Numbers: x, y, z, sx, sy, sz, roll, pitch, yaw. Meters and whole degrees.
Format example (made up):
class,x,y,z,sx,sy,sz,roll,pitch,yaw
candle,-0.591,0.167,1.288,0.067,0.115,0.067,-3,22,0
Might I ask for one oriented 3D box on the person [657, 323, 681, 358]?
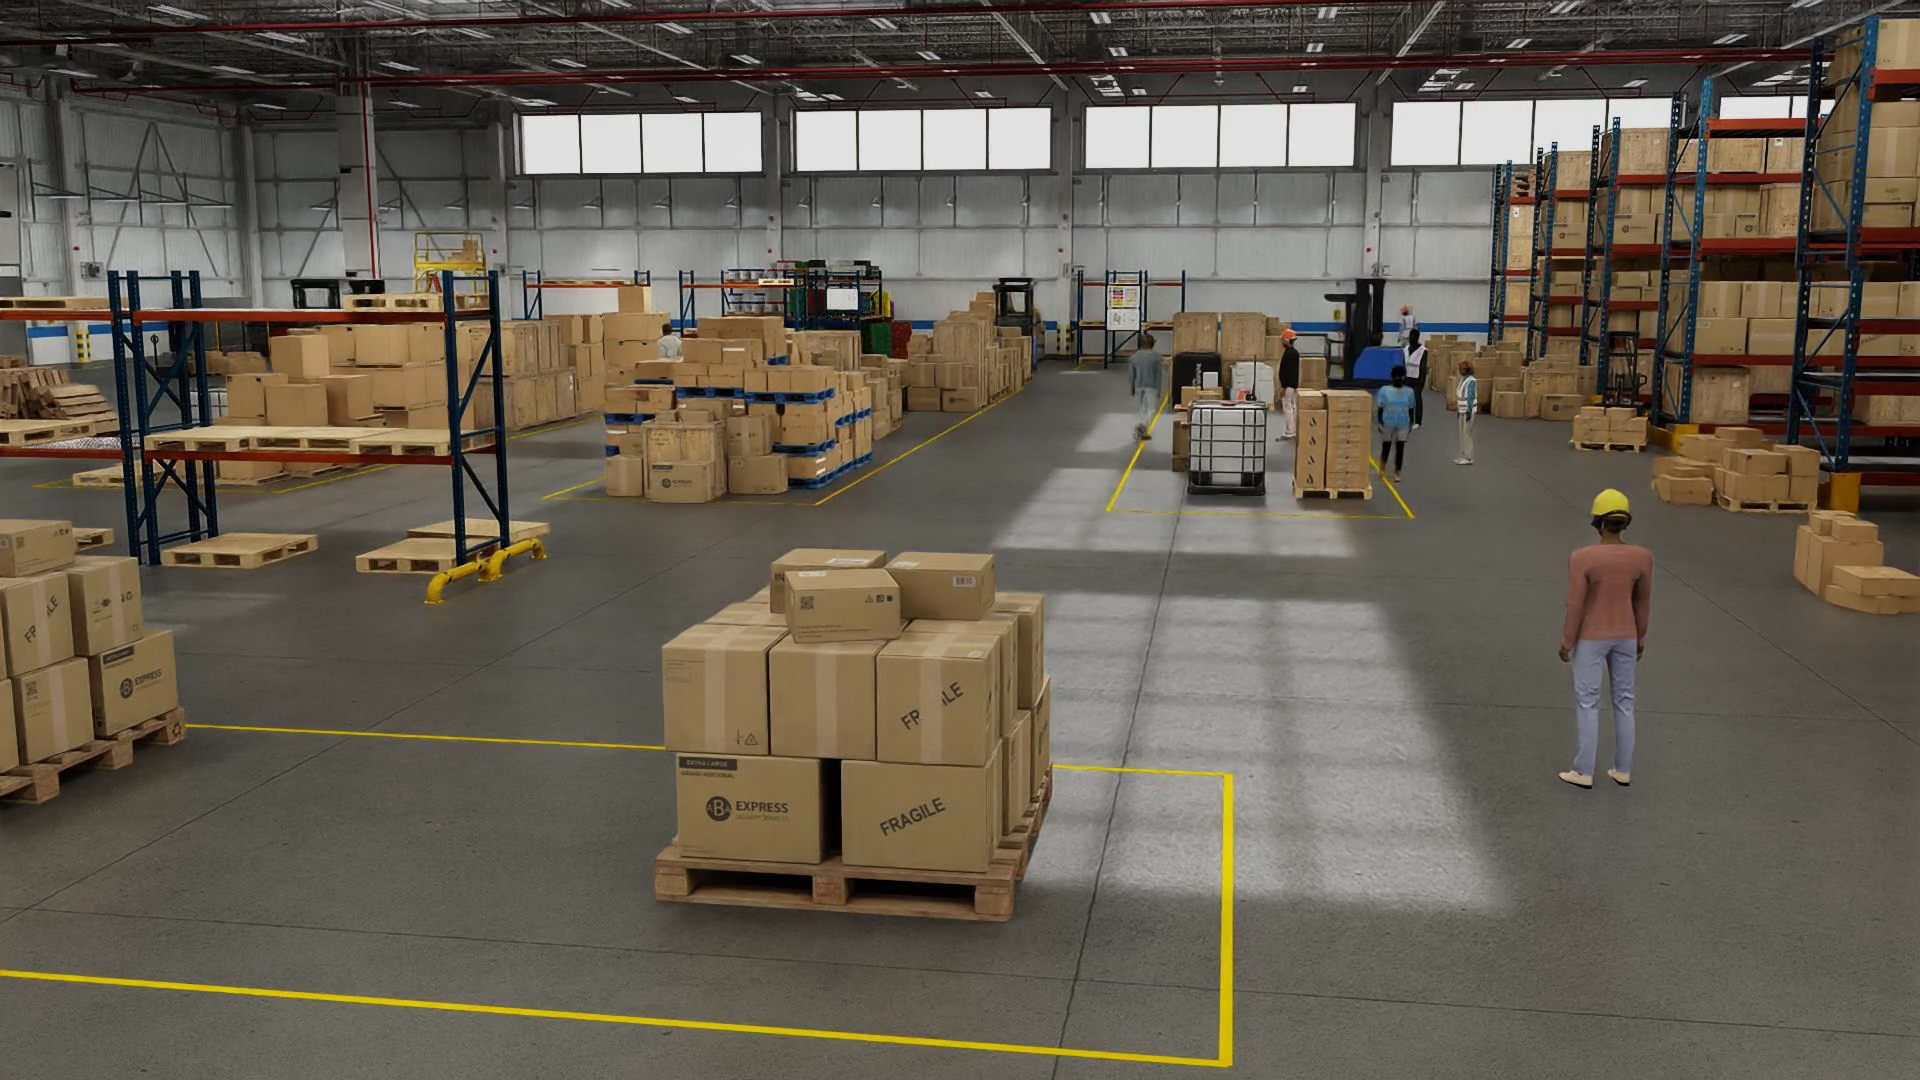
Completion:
class,x,y,z,sx,sy,sz,roll,pitch,yaw
person,-6.132,-3.599,35.010,0.357,1.937,0.638,6,11,33

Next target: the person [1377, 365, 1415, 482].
class,x,y,z,sx,sy,sz,roll,pitch,yaw
person,6.259,-1.674,23.878,0.550,1.686,0.370,0,9,1

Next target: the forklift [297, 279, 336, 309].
class,x,y,z,sx,sy,sz,roll,pitch,yaw
forklift,-16.002,-5.128,41.544,1.129,2.768,1.873,-3,10,-18

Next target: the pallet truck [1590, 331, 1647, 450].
class,x,y,z,sx,sy,sz,roll,pitch,yaw
pallet truck,11.253,-2.573,28.499,0.823,1.965,1.885,5,10,27

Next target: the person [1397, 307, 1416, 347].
class,x,y,z,sx,sy,sz,roll,pitch,yaw
person,14.196,-6.457,52.835,0.624,1.889,0.399,-2,9,-10

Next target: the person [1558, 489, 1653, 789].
class,x,y,z,sx,sy,sz,roll,pitch,yaw
person,3.776,0.580,9.772,0.535,1.766,0.321,-1,9,-9

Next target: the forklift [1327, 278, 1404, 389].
class,x,y,z,sx,sy,sz,roll,pitch,yaw
forklift,10.398,-5.236,42.207,1.873,2.768,1.129,9,13,44

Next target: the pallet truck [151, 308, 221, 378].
class,x,y,z,sx,sy,sz,roll,pitch,yaw
pallet truck,-21.869,-5.598,47.154,0.823,1.965,1.885,4,10,26

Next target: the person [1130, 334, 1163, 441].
class,x,y,z,sx,sy,sz,roll,pitch,yaw
person,3.281,-2.686,29.438,0.632,1.926,0.561,6,11,32

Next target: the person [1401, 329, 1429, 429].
class,x,y,z,sx,sy,sz,roll,pitch,yaw
person,8.734,-3.090,31.969,0.397,1.911,0.587,-5,11,-29

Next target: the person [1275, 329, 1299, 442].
class,x,y,z,sx,sy,sz,roll,pitch,yaw
person,5.811,-2.732,29.485,0.390,1.992,0.624,5,10,27

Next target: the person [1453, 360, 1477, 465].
class,x,y,z,sx,sy,sz,roll,pitch,yaw
person,7.931,-1.995,26.063,0.323,1.631,0.524,0,9,-1

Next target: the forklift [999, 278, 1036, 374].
class,x,y,z,sx,sy,sz,roll,pitch,yaw
forklift,1.606,-6.208,48.199,1.129,2.768,1.873,1,9,9

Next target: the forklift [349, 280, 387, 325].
class,x,y,z,sx,sy,sz,roll,pitch,yaw
forklift,-12.668,-4.187,35.739,1.873,2.768,1.129,1,9,9
